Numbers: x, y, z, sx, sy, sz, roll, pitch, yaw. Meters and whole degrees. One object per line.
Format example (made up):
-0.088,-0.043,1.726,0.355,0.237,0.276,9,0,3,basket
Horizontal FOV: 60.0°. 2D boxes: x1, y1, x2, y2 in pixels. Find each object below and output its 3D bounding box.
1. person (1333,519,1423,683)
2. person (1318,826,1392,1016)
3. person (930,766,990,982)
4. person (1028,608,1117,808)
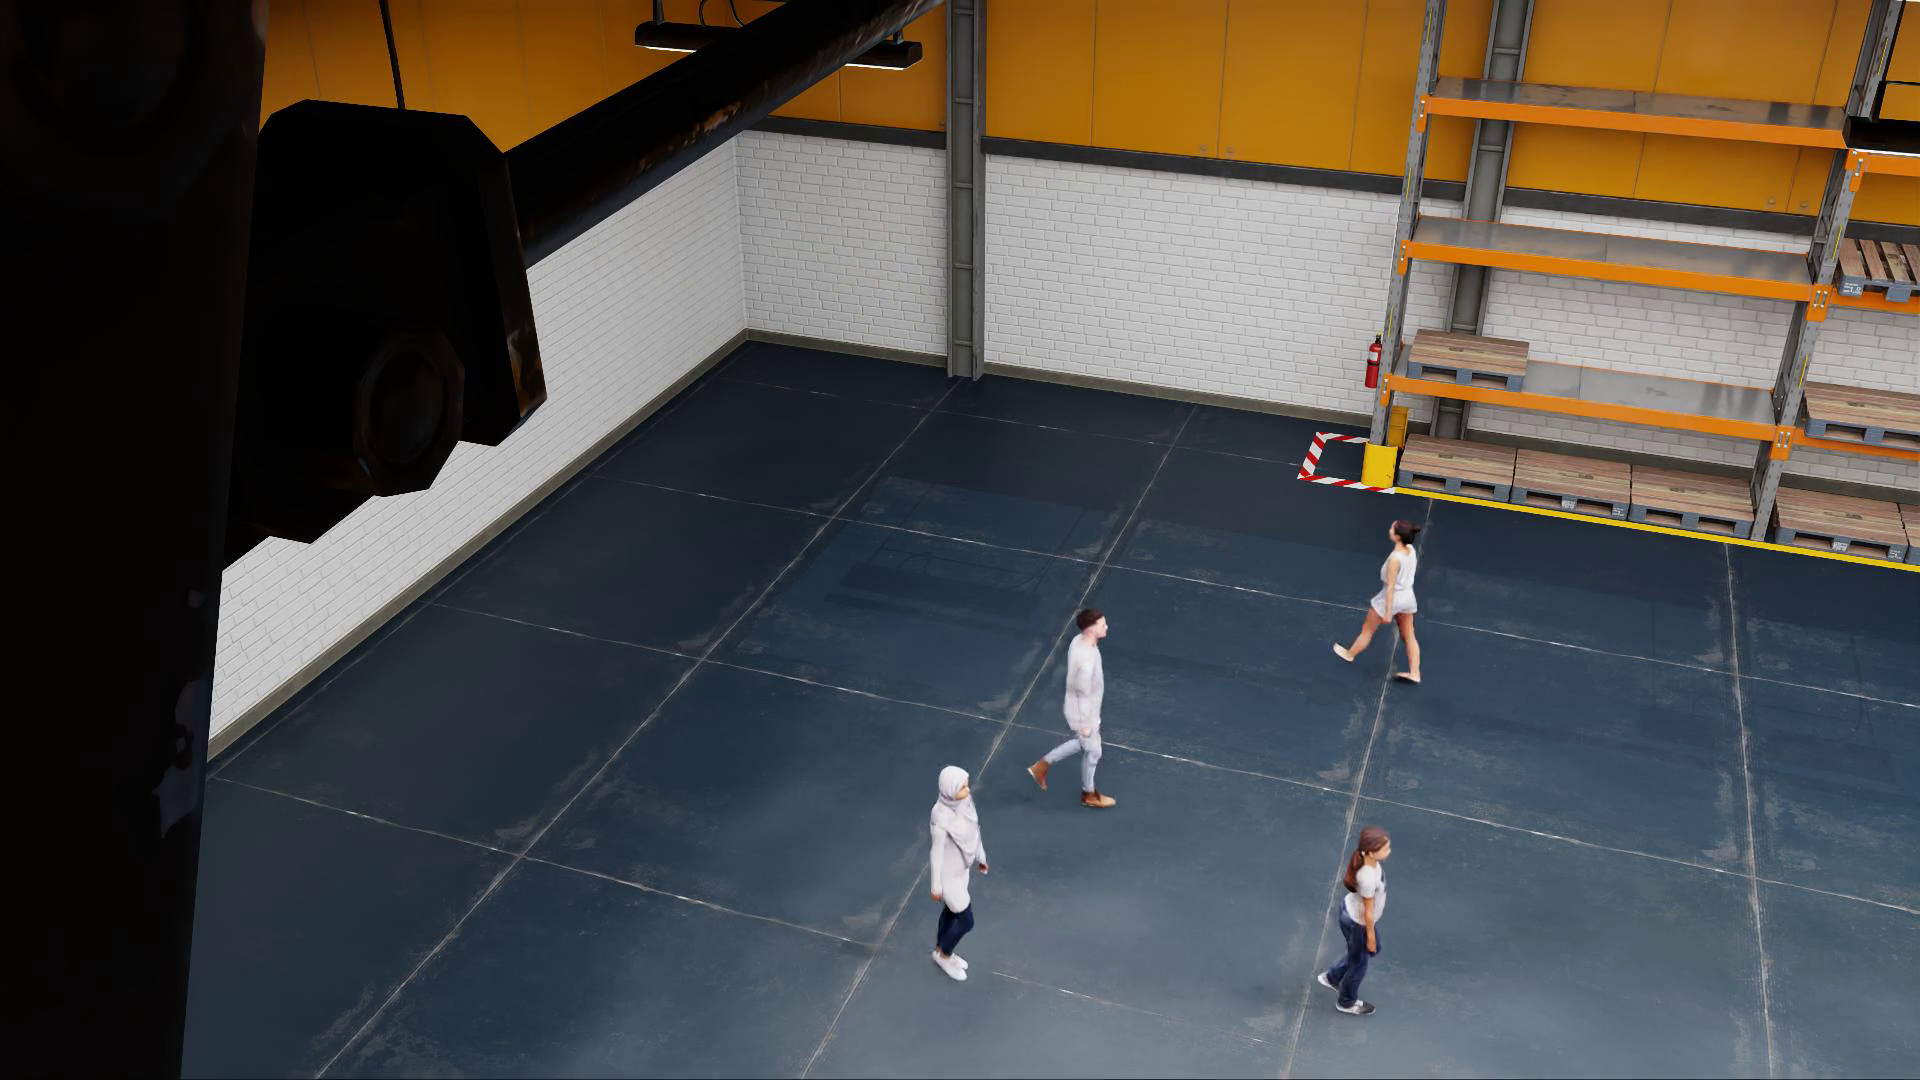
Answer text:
3.931,0.579,14.740,1.133,1.558,0.857,24,37,37,person
2.621,2.539,11.155,0.680,1.550,0.614,4,29,7,person
-0.126,2.261,11.444,0.615,1.762,0.646,12,31,21,person
0.895,1.334,13.082,1.050,1.819,0.871,1,29,1,person
